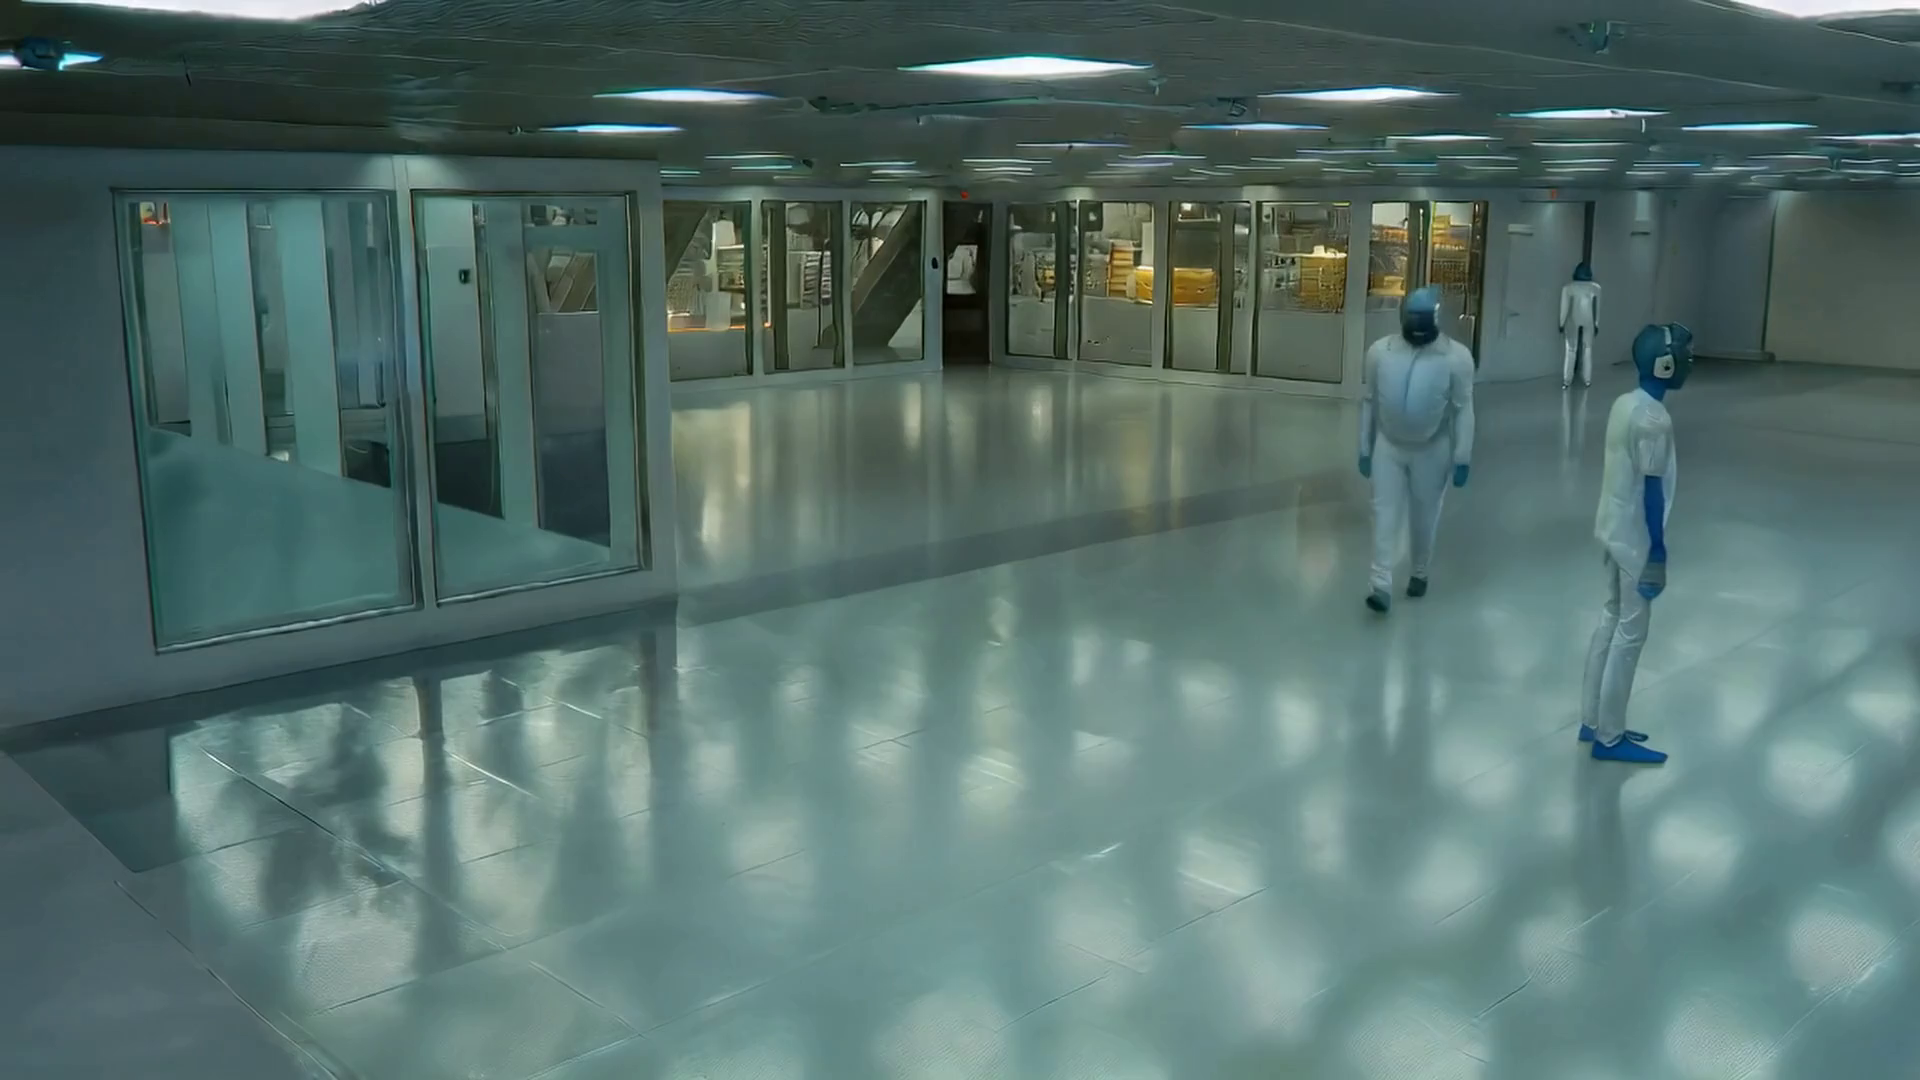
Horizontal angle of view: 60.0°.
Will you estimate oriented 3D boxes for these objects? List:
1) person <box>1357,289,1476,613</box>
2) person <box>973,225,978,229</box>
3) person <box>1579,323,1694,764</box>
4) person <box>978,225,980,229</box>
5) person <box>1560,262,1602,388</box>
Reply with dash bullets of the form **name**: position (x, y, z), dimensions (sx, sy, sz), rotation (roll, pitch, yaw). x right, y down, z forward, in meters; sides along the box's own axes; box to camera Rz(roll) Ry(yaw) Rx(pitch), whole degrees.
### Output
- **person**: position (2.618, -0.510, 9.632), dimensions (0.672, 1.854, 1.005), rotation (5, 12, 22)
- **person**: position (0.508, -8.456, 49.266), dimensions (0.373, 1.934, 0.551), rotation (10, 15, 42)
- **person**: position (2.856, 0.019, 7.011), dimensions (0.328, 1.861, 0.500), rotation (0, 11, 1)
- **person**: position (0.513, -7.598, 44.971), dimensions (0.623, 1.932, 0.586), rotation (2, 11, 8)
- **person**: position (8.081, -2.802, 21.685), dimensions (0.498, 1.634, 0.281), rotation (4, 12, 19)
